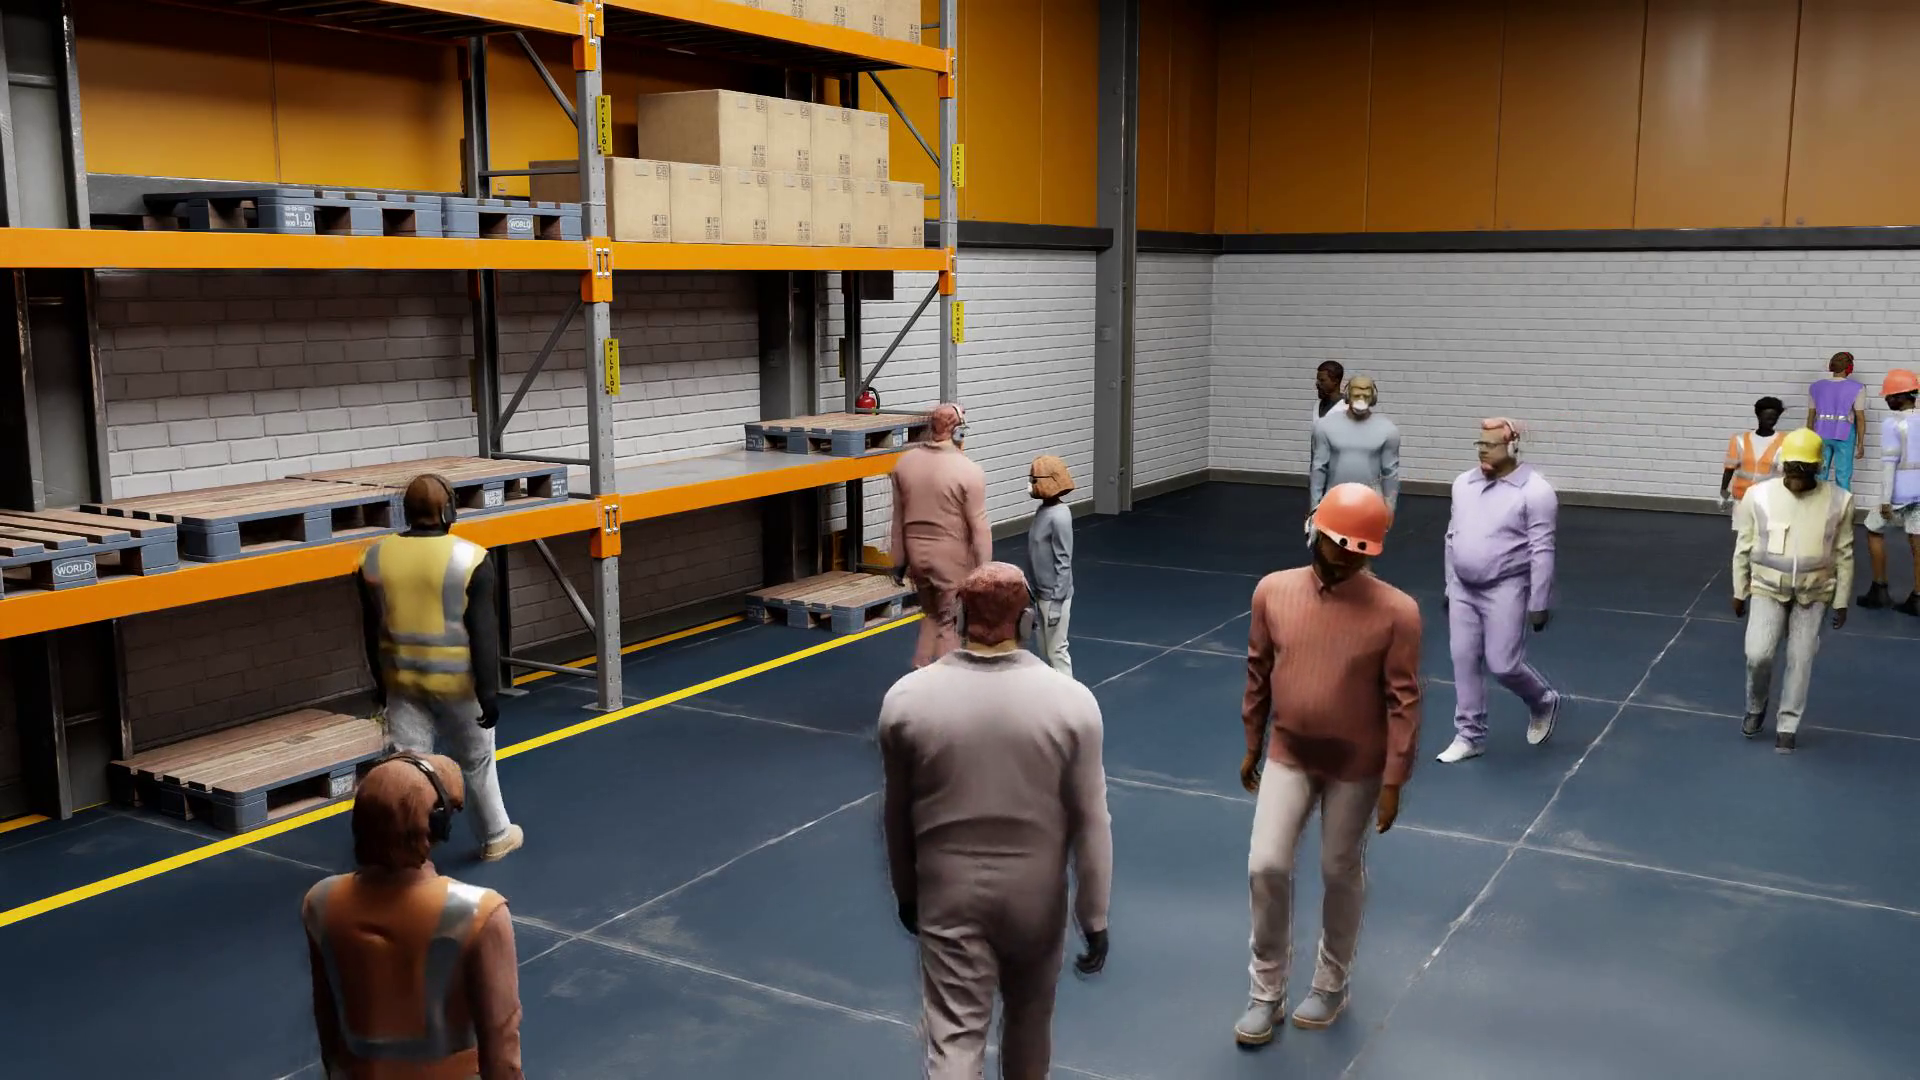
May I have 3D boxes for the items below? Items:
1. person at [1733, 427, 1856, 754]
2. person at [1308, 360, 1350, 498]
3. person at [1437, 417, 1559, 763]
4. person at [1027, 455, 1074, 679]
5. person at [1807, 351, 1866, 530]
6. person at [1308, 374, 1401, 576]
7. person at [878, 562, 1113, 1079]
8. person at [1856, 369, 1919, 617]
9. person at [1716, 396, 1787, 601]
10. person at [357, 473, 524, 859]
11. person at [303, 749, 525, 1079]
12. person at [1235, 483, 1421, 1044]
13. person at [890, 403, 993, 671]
[{"bbox_3d":[4.597,0.280,9.195,0.597,1.817,0.407,4,10,24],"label":"person"},{"bbox_3d":[3.165,-0.562,14.115,0.371,1.915,0.597,-3,10,-19],"label":"person"},{"bbox_3d":[2.924,0.269,9.022,0.666,1.888,0.651,-6,11,-33],"label":"person"},{"bbox_3d":[0.496,0.333,9.411,0.279,1.633,0.501,-2,9,-13],"label":"person"},{"bbox_3d":[9.021,-1.015,17.158,0.388,1.847,0.563,-8,12,-42],"label":"person"},{"bbox_3d":[2.872,-0.248,12.127,0.647,1.925,0.480,2,9,14],"label":"person"},{"bbox_3d":[0.096,0.988,4.665,0.646,1.855,0.999,1,9,4],"label":"person"},{"bbox_3d":[7.334,-0.375,12.977,0.589,1.901,0.689,-2,9,-10],"label":"person"},{"bbox_3d":[6.390,-0.320,13.334,0.552,1.680,0.390,8,12,42],"label":"person"},{"bbox_3d":[-2.264,0.603,7.234,0.648,1.801,0.873,2,9,9],"label":"person"},{"bbox_3d":[-1.158,1.249,3.703,0.547,1.615,0.586,2,9,13],"label":"person"},{"bbox_3d":[1.201,0.776,5.650,0.648,1.954,0.731,6,11,31],"label":"person"},{"bbox_3d":[-0.078,0.132,9.861,0.682,1.887,0.434,7,11,37],"label":"person"}]
